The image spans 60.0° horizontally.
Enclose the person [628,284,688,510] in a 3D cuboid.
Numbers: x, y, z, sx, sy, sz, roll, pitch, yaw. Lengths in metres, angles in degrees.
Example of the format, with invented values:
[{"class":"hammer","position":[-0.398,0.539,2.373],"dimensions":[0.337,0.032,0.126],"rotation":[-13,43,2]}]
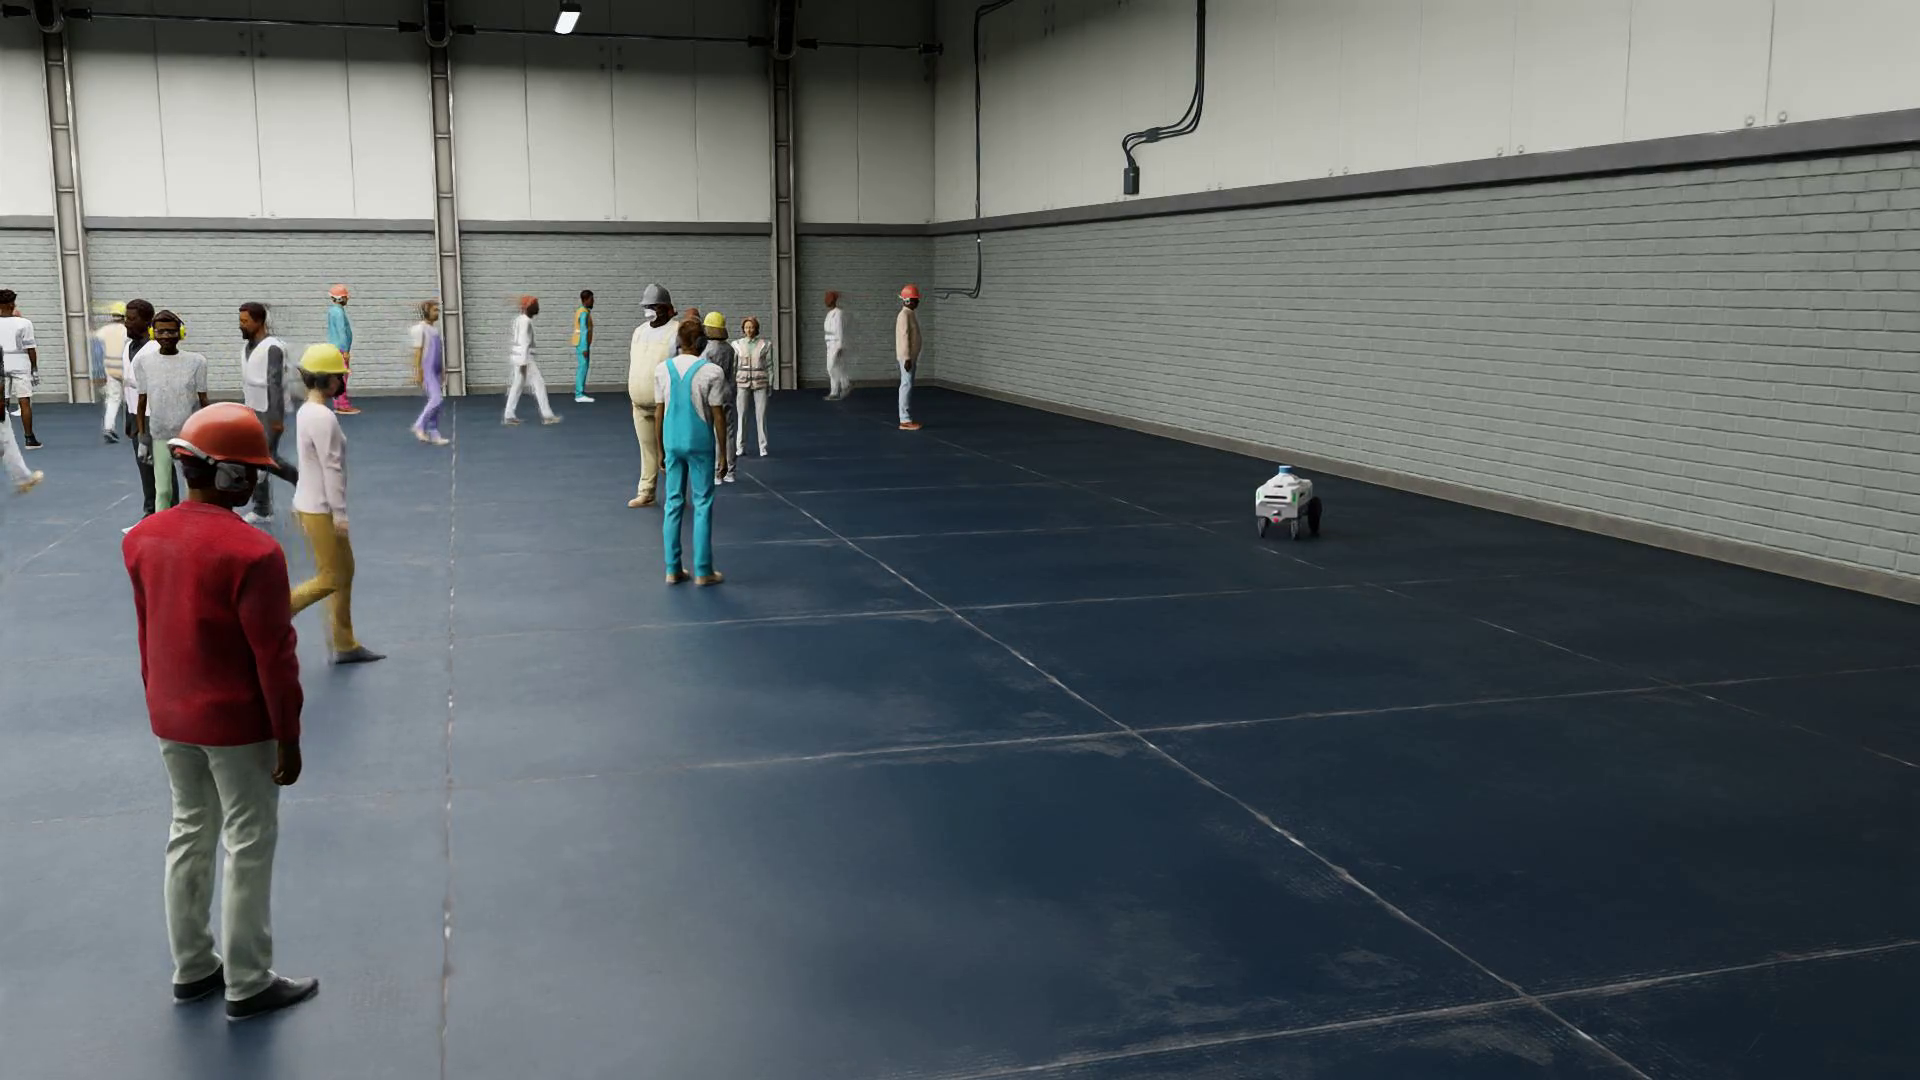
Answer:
[{"class":"person","position":[-2.733,-1.287,15.016],"dimensions":[0.679,2.000,0.537],"rotation":[4,10,26]}]

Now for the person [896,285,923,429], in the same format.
[{"class":"person","position":[-0.701,-2.535,23.122],"dimensions":[0.381,1.994,0.622],"rotation":[1,9,4]}]

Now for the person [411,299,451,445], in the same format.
[{"class":"person","position":[-6.576,-2.080,20.733],"dimensions":[0.406,1.833,0.539],"rotation":[1,9,7]}]

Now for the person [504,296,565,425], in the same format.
[{"class":"person","position":[-6.098,-2.553,23.747],"dimensions":[0.963,1.832,0.641],"rotation":[-3,9,-16]}]

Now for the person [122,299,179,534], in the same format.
[{"class":"person","position":[-6.578,-0.990,13.505],"dimensions":[0.593,1.922,0.391],"rotation":[6,11,34]}]

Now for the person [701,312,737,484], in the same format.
[{"class":"person","position":[-2.482,-1.440,16.935],"dimensions":[0.286,1.746,0.491],"rotation":[5,10,28]}]

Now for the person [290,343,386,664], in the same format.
[{"class":"person","position":[-3.436,-0.163,8.786],"dimensions":[0.638,1.746,0.528],"rotation":[-5,10,-27]}]

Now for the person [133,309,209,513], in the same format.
[{"class":"person","position":[-5.683,-0.731,12.047],"dimensions":[0.508,1.863,0.326],"rotation":[-3,10,-21]}]

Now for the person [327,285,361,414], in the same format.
[{"class":"person","position":[-9.583,-2.948,25.759],"dimensions":[0.377,1.995,0.608],"rotation":[-6,11,-34]}]

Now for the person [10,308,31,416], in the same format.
[{"class":"person","position":[-14.374,-2.709,25.375],"dimensions":[0.309,1.638,0.513],"rotation":[-6,11,-34]}]

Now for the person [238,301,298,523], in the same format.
[{"class":"person","position":[-5.892,-1.086,14.200],"dimensions":[0.599,1.900,0.633],"rotation":[8,12,42]}]

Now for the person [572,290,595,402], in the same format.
[{"class":"person","position":[-6.401,-3.299,28.312],"dimensions":[0.403,1.906,0.605],"rotation":[-2,9,-15]}]

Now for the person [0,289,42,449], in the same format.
[{"class":"person","position":[-11.570,-2.077,20.293],"dimensions":[0.611,1.965,0.362],"rotation":[-2,9,-13]}]

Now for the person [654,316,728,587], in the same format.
[{"class":"person","position":[-1.814,-0.592,11.251],"dimensions":[0.513,1.836,0.355],"rotation":[2,9,14]}]

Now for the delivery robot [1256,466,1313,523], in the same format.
[{"class":"delivery robot","position":[2.644,-0.362,13.539],"dimensions":[0.477,0.478,0.707],"rotation":[4,10,23]}]

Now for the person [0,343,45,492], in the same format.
[{"class":"person","position":[-9.264,-1.283,15.856],"dimensions":[0.694,1.771,0.974],"rotation":[2,9,14]}]

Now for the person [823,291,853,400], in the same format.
[{"class":"person","position":[-2.162,-3.317,28.497],"dimensions":[0.438,1.870,0.601],"rotation":[-4,10,-23]}]

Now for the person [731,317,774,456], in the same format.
[{"class":"person","position":[-2.442,-1.794,19.527],"dimensions":[0.522,1.638,0.310],"rotation":[0,9,-1]}]

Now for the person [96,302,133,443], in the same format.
[{"class":"person","position":[-10.693,-2.124,21.174],"dimensions":[0.597,1.811,0.827],"rotation":[0,9,-1]}]

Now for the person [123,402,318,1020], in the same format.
[{"class":"person","position":[-2.061,0.482,4.701],"dimensions":[0.575,1.737,0.353],"rotation":[4,10,25]}]
